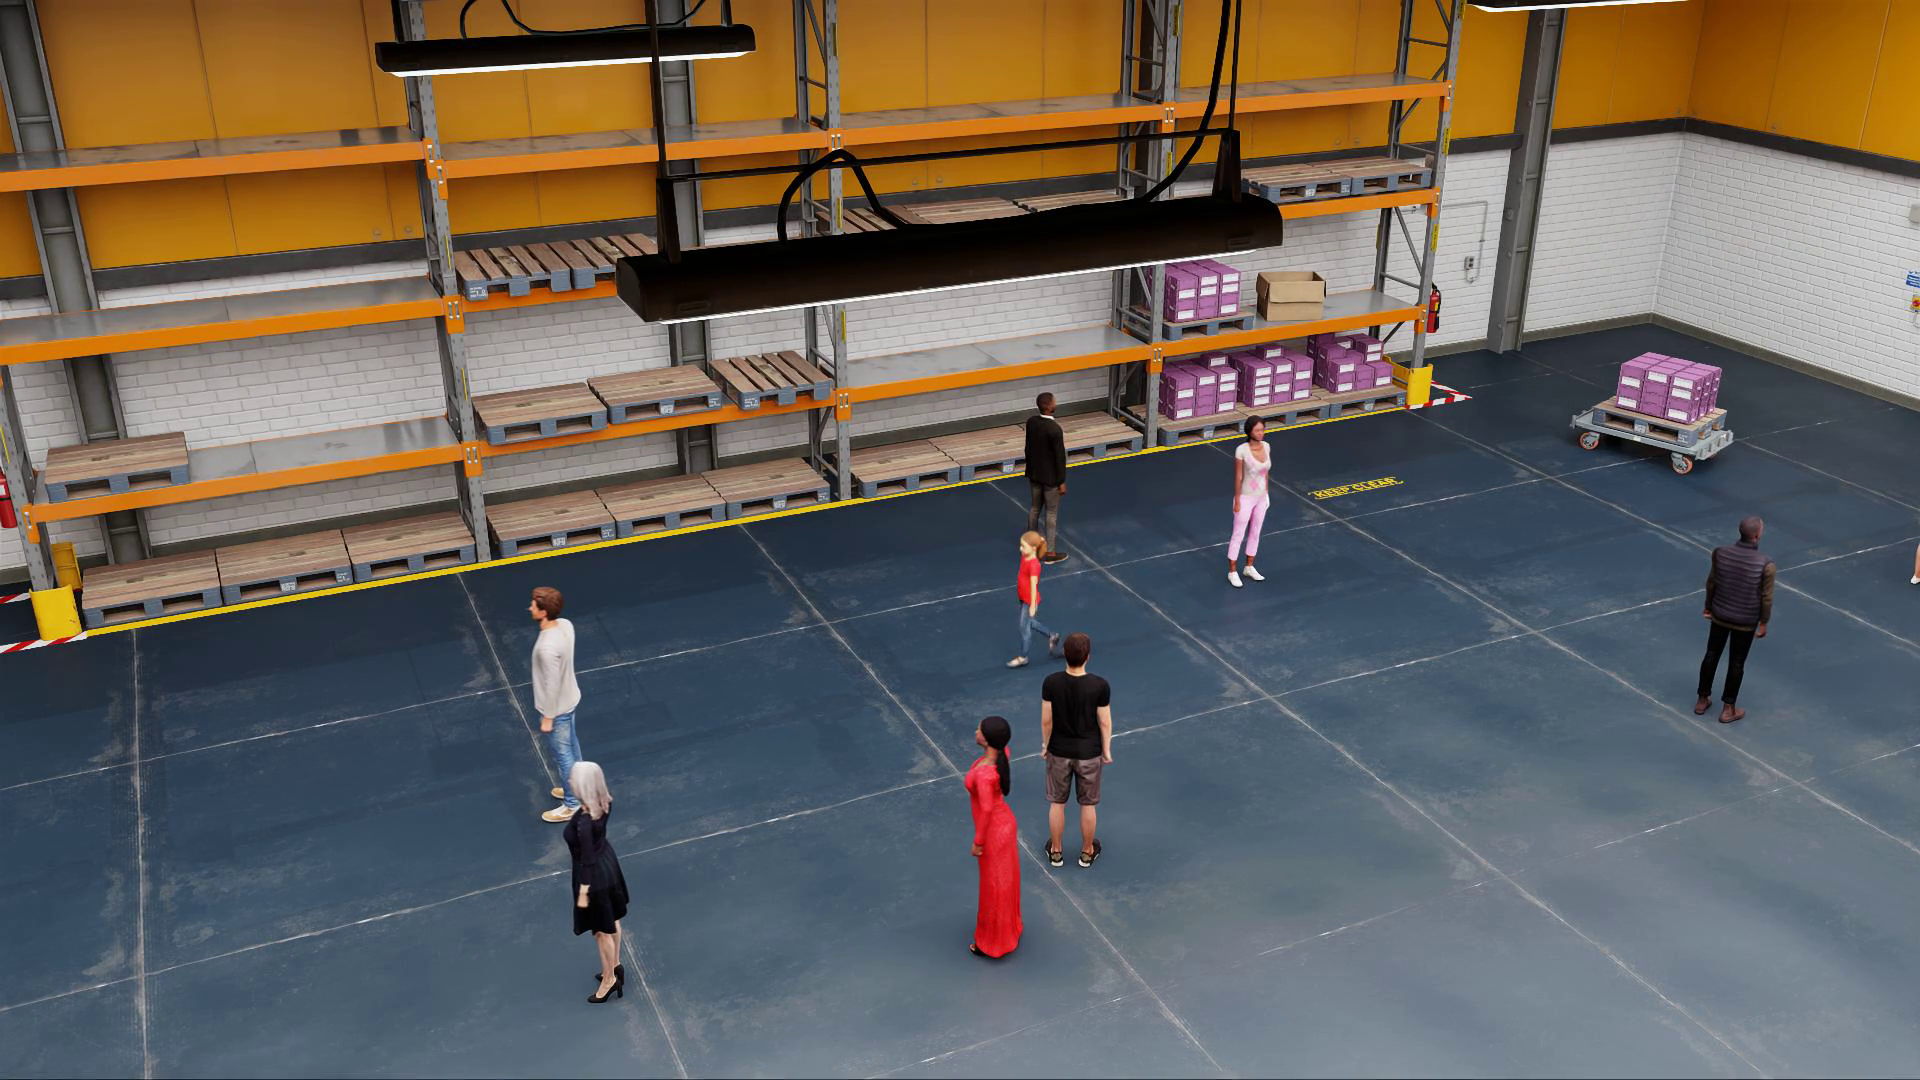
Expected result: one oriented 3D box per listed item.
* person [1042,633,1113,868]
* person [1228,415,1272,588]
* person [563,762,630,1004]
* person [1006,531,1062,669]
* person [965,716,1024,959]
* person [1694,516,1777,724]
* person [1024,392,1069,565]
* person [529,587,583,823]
[{"bbox_3d":[0.815,1.505,11.921,0.711,1.862,0.824,3,24,6],"label":"person"},{"bbox_3d":[2.871,-0.401,16.430,0.471,1.742,0.660,-13,27,-28],"label":"person"},{"bbox_3d":[-2.316,2.159,10.568,0.710,1.747,0.690,1,24,3],"label":"person"},{"bbox_3d":[0.675,0.526,14.864,0.788,1.298,0.552,-7,24,-15],"label":"person"},{"bbox_3d":[0.229,1.950,11.001,0.795,1.783,0.740,8,25,17],"label":"person"},{"bbox_3d":[6.475,0.647,13.916,0.688,1.836,0.756,-20,31,-38],"label":"person"},{"bbox_3d":[0.867,-0.641,16.906,0.676,1.800,0.721,-21,31,-39],"label":"person"},{"bbox_3d":[-3.020,1.219,12.521,0.740,1.905,0.750,1,24,1],"label":"person"}]
